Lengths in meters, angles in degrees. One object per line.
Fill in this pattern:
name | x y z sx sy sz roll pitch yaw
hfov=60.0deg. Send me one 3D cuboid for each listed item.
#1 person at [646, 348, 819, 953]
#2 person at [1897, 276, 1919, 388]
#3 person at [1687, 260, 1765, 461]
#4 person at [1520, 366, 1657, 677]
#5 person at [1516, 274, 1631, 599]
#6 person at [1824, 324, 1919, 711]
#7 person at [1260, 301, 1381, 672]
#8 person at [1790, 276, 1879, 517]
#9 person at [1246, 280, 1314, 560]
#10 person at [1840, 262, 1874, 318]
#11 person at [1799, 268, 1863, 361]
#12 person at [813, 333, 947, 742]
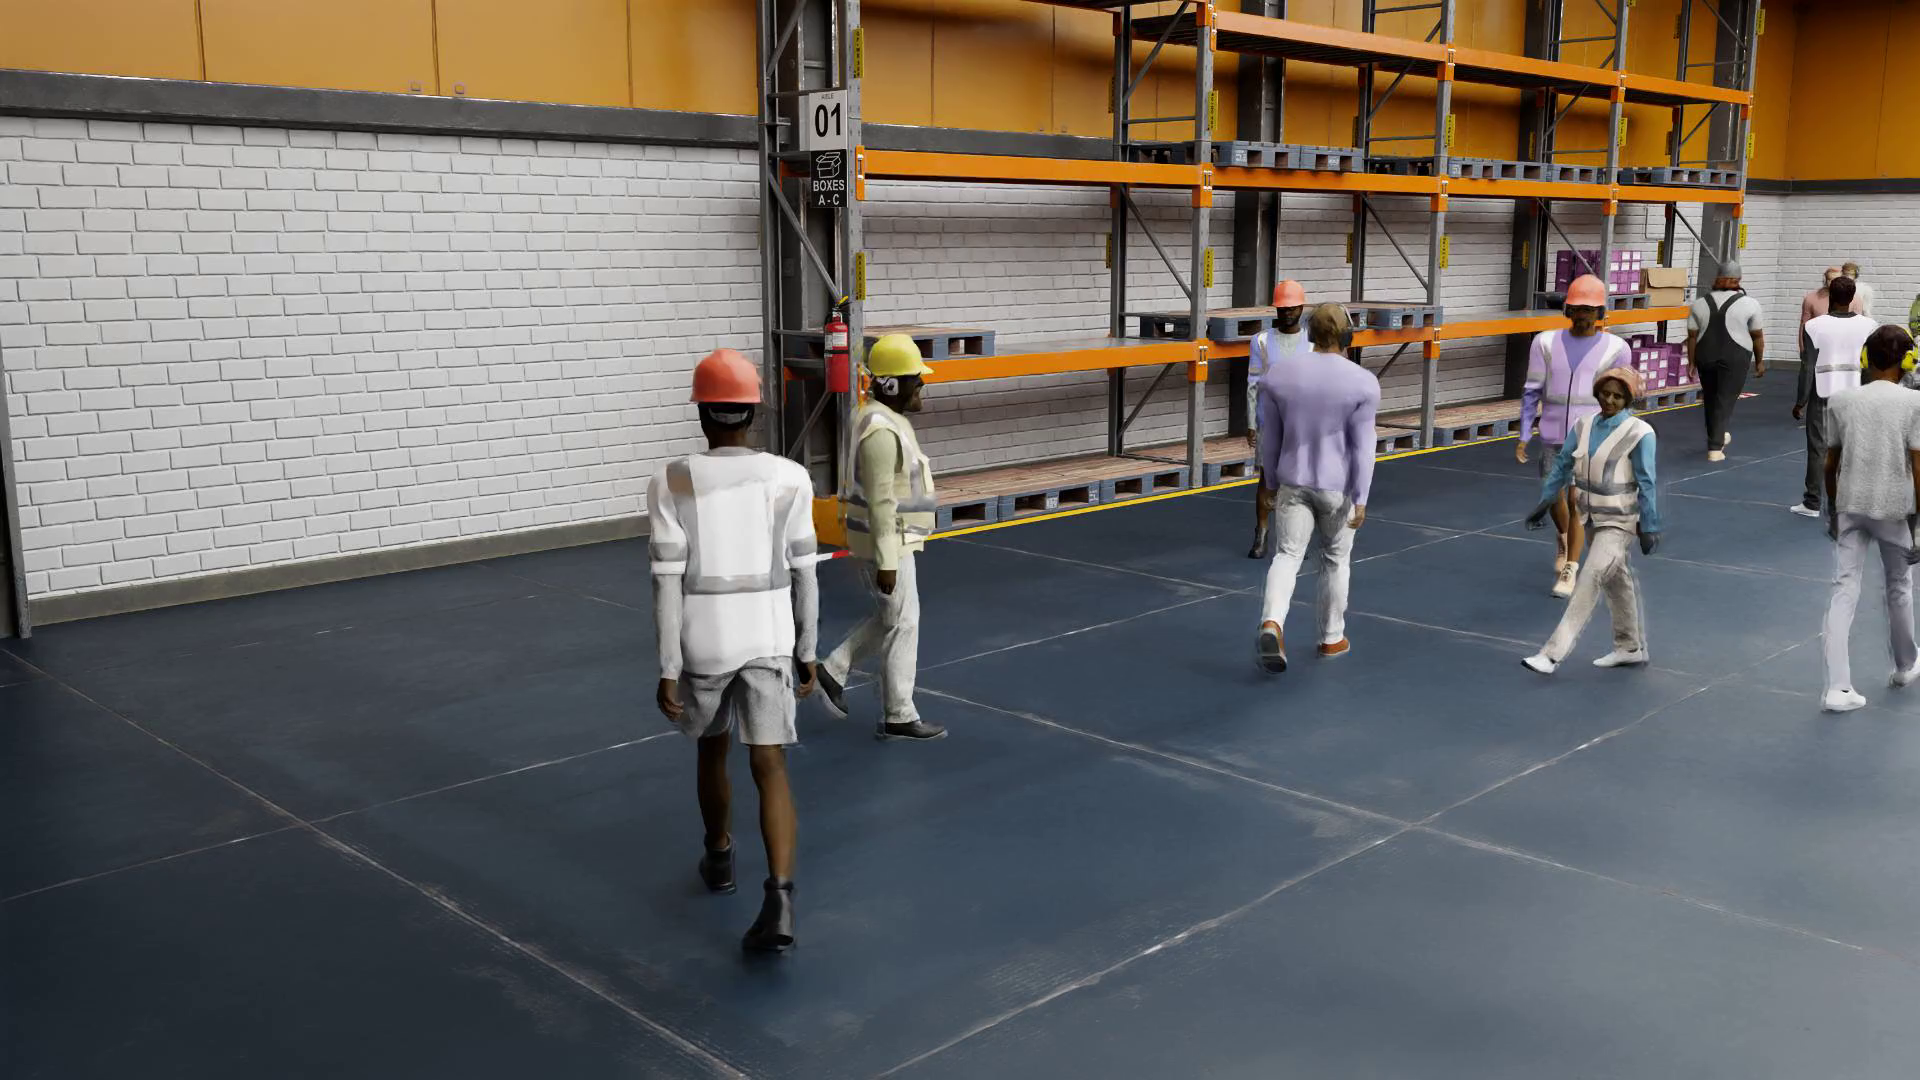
person | -0.704 0.339 5.336 0.553 1.894 1.000 -3 11 -16
person | 13.592 -2.895 23.266 0.969 1.789 0.638 3 11 17
person | 7.759 -1.845 16.807 1.012 2.000 0.686 -10 14 -42
person | 3.192 -0.084 8.419 0.856 1.586 0.598 -3 11 -17
person | 3.919 -0.686 10.586 0.614 2.013 0.981 7 12 33
person | 4.436 -0.114 7.993 0.978 1.807 0.531 -9 14 -42
person | 1.817 -0.268 8.565 0.631 1.916 0.875 6 12 28
person | 6.970 -1.135 13.265 0.596 1.918 0.384 0 10 0
person | 2.253 -0.824 11.518 0.545 1.938 0.359 2 11 12
person | 11.804 -2.754 22.214 0.632 1.873 1.031 7 12 34
person | 10.295 -2.278 19.670 0.653 1.850 1.026 4 11 20
person | -0.369 0.000 7.334 0.554 1.821 0.604 -1 10 -3
